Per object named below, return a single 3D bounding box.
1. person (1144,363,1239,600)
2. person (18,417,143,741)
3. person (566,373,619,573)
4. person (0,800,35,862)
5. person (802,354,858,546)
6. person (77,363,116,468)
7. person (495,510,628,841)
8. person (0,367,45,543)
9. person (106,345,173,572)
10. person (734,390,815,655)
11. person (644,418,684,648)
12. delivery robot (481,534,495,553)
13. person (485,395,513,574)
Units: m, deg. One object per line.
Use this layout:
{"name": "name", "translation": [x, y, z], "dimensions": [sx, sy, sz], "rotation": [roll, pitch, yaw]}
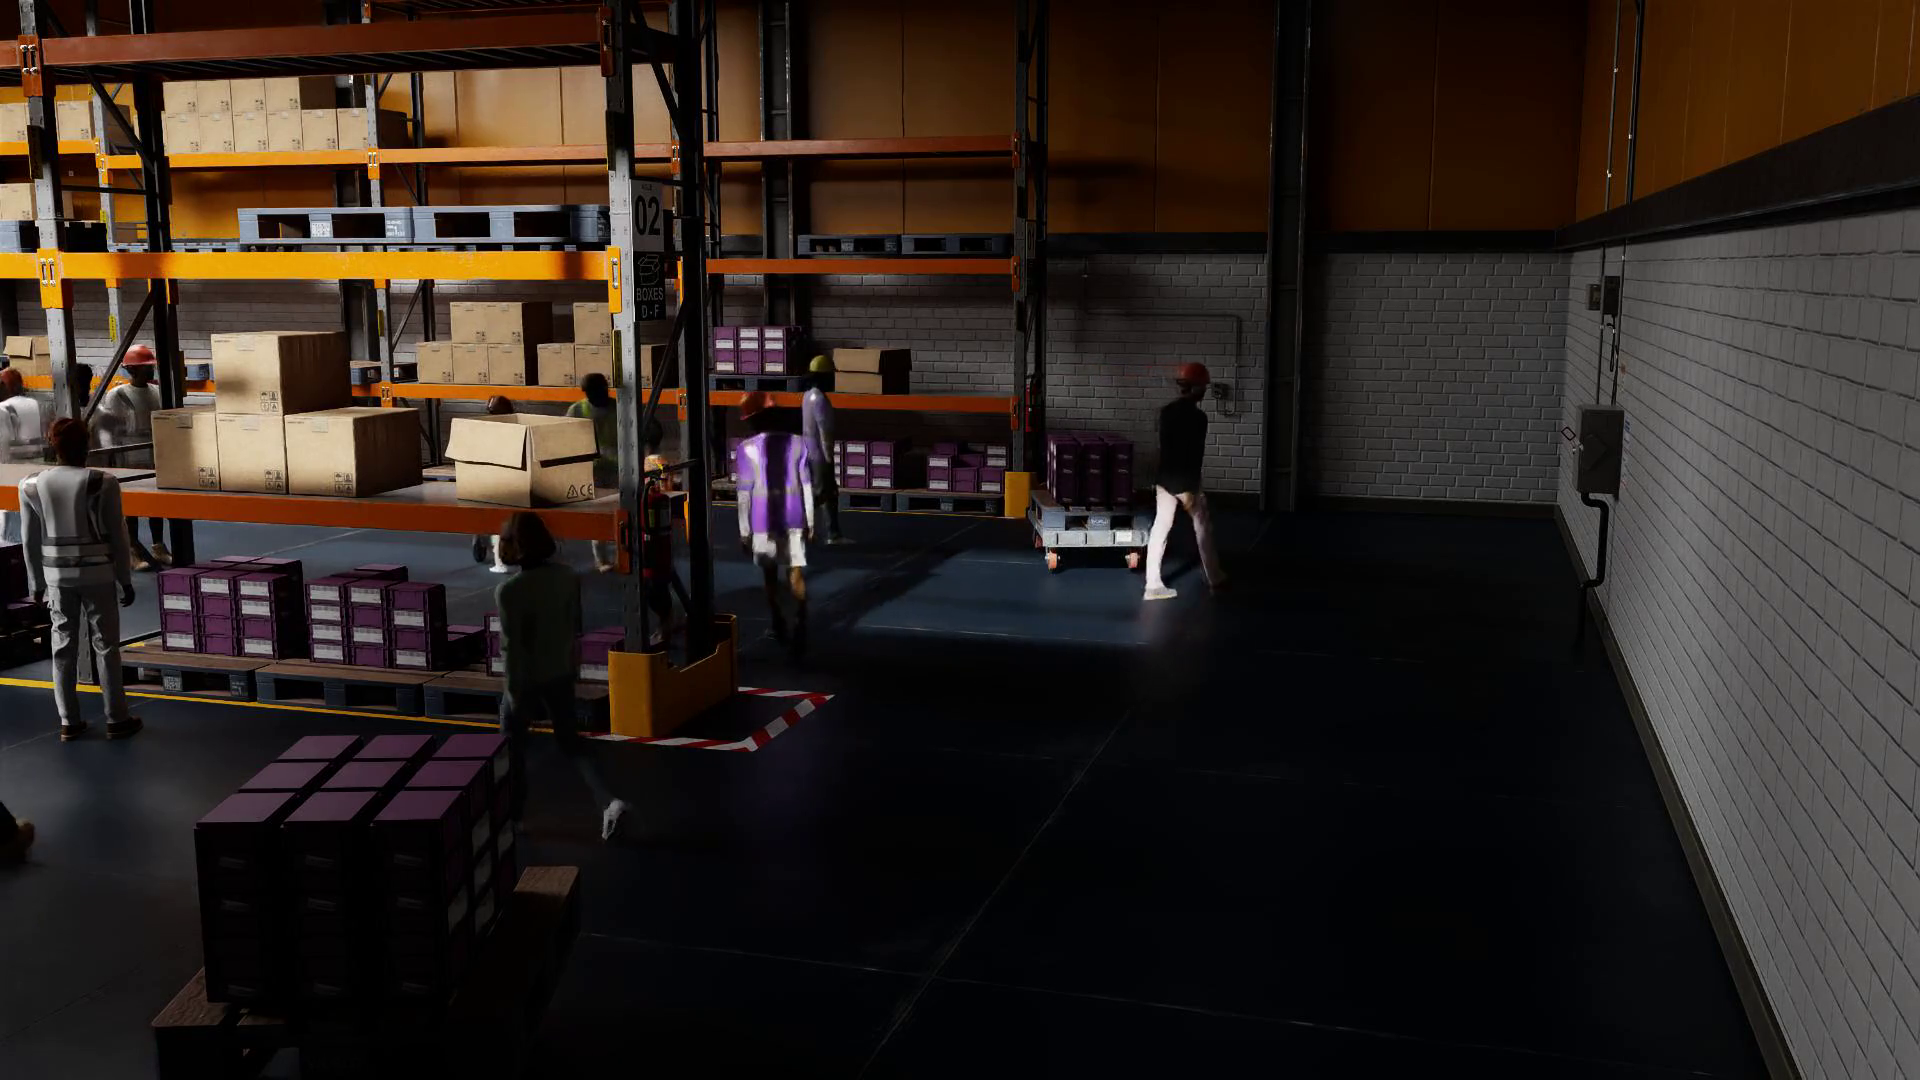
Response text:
{"name": "person", "translation": [1.920, -0.487, 13.785], "dimensions": [0.939, 1.948, 0.625], "rotation": [-6, 11, -33]}
{"name": "person", "translation": [-5.087, 0.230, 9.632], "dimensions": [0.573, 1.887, 0.355], "rotation": [-1, 9, -7]}
{"name": "person", "translation": [-3.186, -0.599, 14.947], "dimensions": [0.646, 1.810, 0.452], "rotation": [-3, 10, -15]}
{"name": "person", "translation": [-4.609, 0.531, 7.325], "dimensions": [0.696, 2.000, 0.929], "rotation": [0, 9, 1]}
{"name": "person", "translation": [-1.420, -0.858, 16.214], "dimensions": [0.792, 1.906, 0.596], "rotation": [-2, 10, -12]}
{"name": "person", "translation": [-7.321, -0.514, 13.941], "dimensions": [0.639, 1.953, 0.411], "rotation": [5, 10, 27]}
{"name": "person", "translation": [-1.951, 0.655, 7.894], "dimensions": [0.757, 1.605, 0.504], "rotation": [6, 11, 33]}
{"name": "person", "translation": [-8.581, -0.672, 15.314], "dimensions": [0.901, 1.840, 0.586], "rotation": [2, 10, 14]}
{"name": "person", "translation": [-7.380, -0.743, 15.086], "dimensions": [0.375, 2.044, 0.607], "rotation": [4, 10, 25]}
{"name": "person", "translation": [-1.286, -0.123, 11.821], "dimensions": [0.604, 1.878, 0.871], "rotation": [-3, 10, -20]}
{"name": "person", "translation": [-2.202, -0.039, 11.873], "dimensions": [0.362, 1.682, 0.548], "rotation": [2, 10, 13]}
{"name": "delivery robot", "translation": [-4.259, -0.142, 15.661], "dimensions": [0.477, 0.478, 0.707], "rotation": [0, 9, 1]}
{"name": "person", "translation": [-3.999, -0.480, 14.782], "dimensions": [0.523, 1.618, 0.525], "rotation": [8, 12, 39]}
